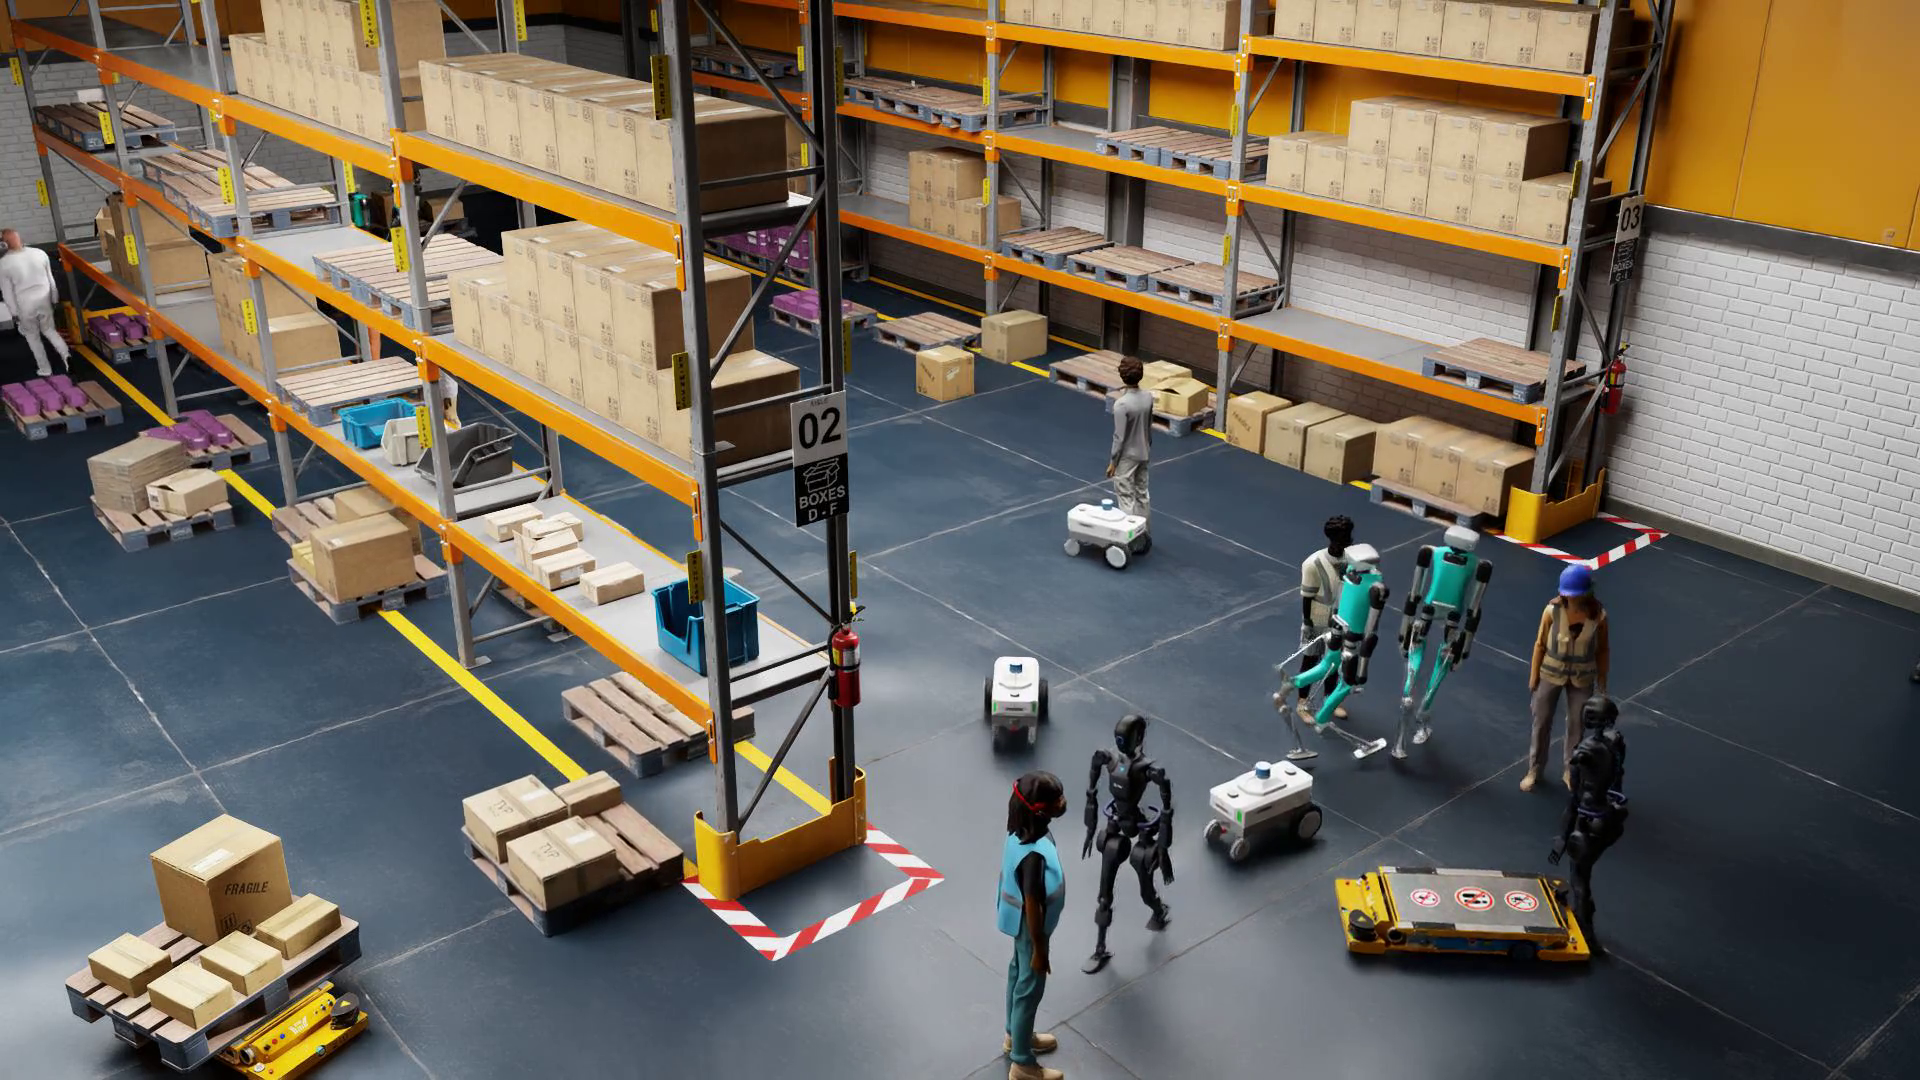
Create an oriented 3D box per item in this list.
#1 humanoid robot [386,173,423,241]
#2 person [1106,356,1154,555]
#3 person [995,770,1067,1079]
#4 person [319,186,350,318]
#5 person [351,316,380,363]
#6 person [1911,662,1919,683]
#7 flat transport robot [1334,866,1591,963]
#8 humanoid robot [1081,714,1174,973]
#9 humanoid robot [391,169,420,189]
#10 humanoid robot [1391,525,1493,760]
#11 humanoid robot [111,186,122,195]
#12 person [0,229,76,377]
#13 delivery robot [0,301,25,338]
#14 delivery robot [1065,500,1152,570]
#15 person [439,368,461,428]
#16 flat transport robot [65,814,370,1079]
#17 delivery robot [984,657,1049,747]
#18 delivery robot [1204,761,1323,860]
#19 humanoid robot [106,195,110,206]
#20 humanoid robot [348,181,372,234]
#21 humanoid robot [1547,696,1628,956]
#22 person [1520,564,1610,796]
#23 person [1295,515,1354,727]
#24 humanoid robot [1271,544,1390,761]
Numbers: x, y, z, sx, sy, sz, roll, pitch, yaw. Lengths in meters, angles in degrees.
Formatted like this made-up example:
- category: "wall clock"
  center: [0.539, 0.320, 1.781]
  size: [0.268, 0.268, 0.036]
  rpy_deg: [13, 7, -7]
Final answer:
- category: "humanoid robot"
  center: [-8.097, -4.412, 24.025]
  size: [0.530, 1.784, 0.736]
  rpy_deg: [13, 26, 27]
- category: "person"
  center: [1.586, -0.773, 15.378]
  size: [0.533, 1.900, 0.401]
  rpy_deg: [-20, 30, -38]
- category: "person"
  center: [0.375, 2.054, 8.870]
  size: [0.371, 1.865, 0.542]
  rpy_deg: [-1, 23, -3]
- category: "person"
  center: [-8.522, -3.952, 22.790]
  size: [0.487, 1.857, 0.562]
  rpy_deg: [-9, 25, -19]
- category: "person"
  center: [-7.168, -2.724, 20.078]
  size: [0.503, 1.758, 0.336]
  rpy_deg: [15, 27, 31]
- category: "person"
  center: [7.806, 0.263, 12.956]
  size: [0.546, 1.924, 0.387]
  rpy_deg: [14, 27, 29]
- category: "flat transport robot"
  center: [3.088, 2.312, 10.289]
  size: [1.431, 0.231, 0.659]
  rpy_deg: [2, 23, 4]
- category: "humanoid robot"
  center: [1.042, 1.752, 9.891]
  size: [0.603, 1.644, 0.772]
  rpy_deg: [15, 27, 30]
- category: "humanoid robot"
  center: [-9.406, -6.141, 28.005]
  size: [1.009, 1.733, 0.560]
  rpy_deg: [9, 25, 20]
- category: "humanoid robot"
  center: [3.339, 0.840, 11.892]
  size: [0.580, 1.772, 0.927]
  rpy_deg: [14, 27, 30]
- category: "humanoid robot"
  center: [-12.189, -4.613, 24.593]
  size: [0.586, 1.640, 0.718]
  rpy_deg: [3, 24, 6]
- category: "person"
  center: [-11.275, -2.860, 20.240]
  size: [0.579, 1.877, 0.685]
  rpy_deg: [16, 28, 32]
- category: "delivery robot"
  center: [-12.746, -2.944, 22.082]
  size: [0.774, 0.581, 0.499]
  rpy_deg: [-20, 30, -38]
- category: "delivery robot"
  center: [1.368, -0.087, 15.468]
  size: [0.777, 0.581, 0.499]
  rpy_deg: [14, 27, 30]
- category: "person"
  center: [-5.449, -1.588, 17.446]
  size: [0.325, 1.752, 0.562]
  rpy_deg: [-14, 27, -29]
- category: "flat transport robot"
  center: [-4.131, 2.652, 9.503]
  size: [1.431, 0.231, 0.659]
  rpy_deg: [13, 27, 28]
- category: "delivery robot"
  center: [0.421, 1.175, 12.554]
  size: [0.499, 0.589, 0.791]
  rpy_deg: [1, 23, 3]
- category: "delivery robot"
  center: [2.028, 1.765, 11.181]
  size: [0.775, 0.583, 0.499]
  rpy_deg: [-15, 27, -30]
- category: "humanoid robot"
  center: [-11.538, -3.974, 23.073]
  size: [0.362, 1.654, 0.585]
  rpy_deg: [-8, 25, -18]
- category: "humanoid robot"
  center: [-8.557, -4.036, 23.285]
  size: [0.737, 1.884, 0.552]
  rpy_deg: [-18, 29, -36]
- category: "humanoid robot"
  center: [3.769, 1.699, 9.943]
  size: [0.616, 1.646, 0.437]
  rpy_deg: [-18, 29, -35]
- category: "person"
  center: [4.214, 0.968, 11.523]
  size: [0.512, 1.757, 0.375]
  rpy_deg: [5, 24, 12]
- category: "person"
  center: [2.772, 0.588, 12.482]
  size: [0.533, 1.693, 0.320]
  rpy_deg: [-10, 25, -22]
- category: "humanoid robot"
  center: [2.620, 0.876, 11.762]
  size: [1.027, 1.742, 0.558]
  rpy_deg: [-8, 24, -17]
